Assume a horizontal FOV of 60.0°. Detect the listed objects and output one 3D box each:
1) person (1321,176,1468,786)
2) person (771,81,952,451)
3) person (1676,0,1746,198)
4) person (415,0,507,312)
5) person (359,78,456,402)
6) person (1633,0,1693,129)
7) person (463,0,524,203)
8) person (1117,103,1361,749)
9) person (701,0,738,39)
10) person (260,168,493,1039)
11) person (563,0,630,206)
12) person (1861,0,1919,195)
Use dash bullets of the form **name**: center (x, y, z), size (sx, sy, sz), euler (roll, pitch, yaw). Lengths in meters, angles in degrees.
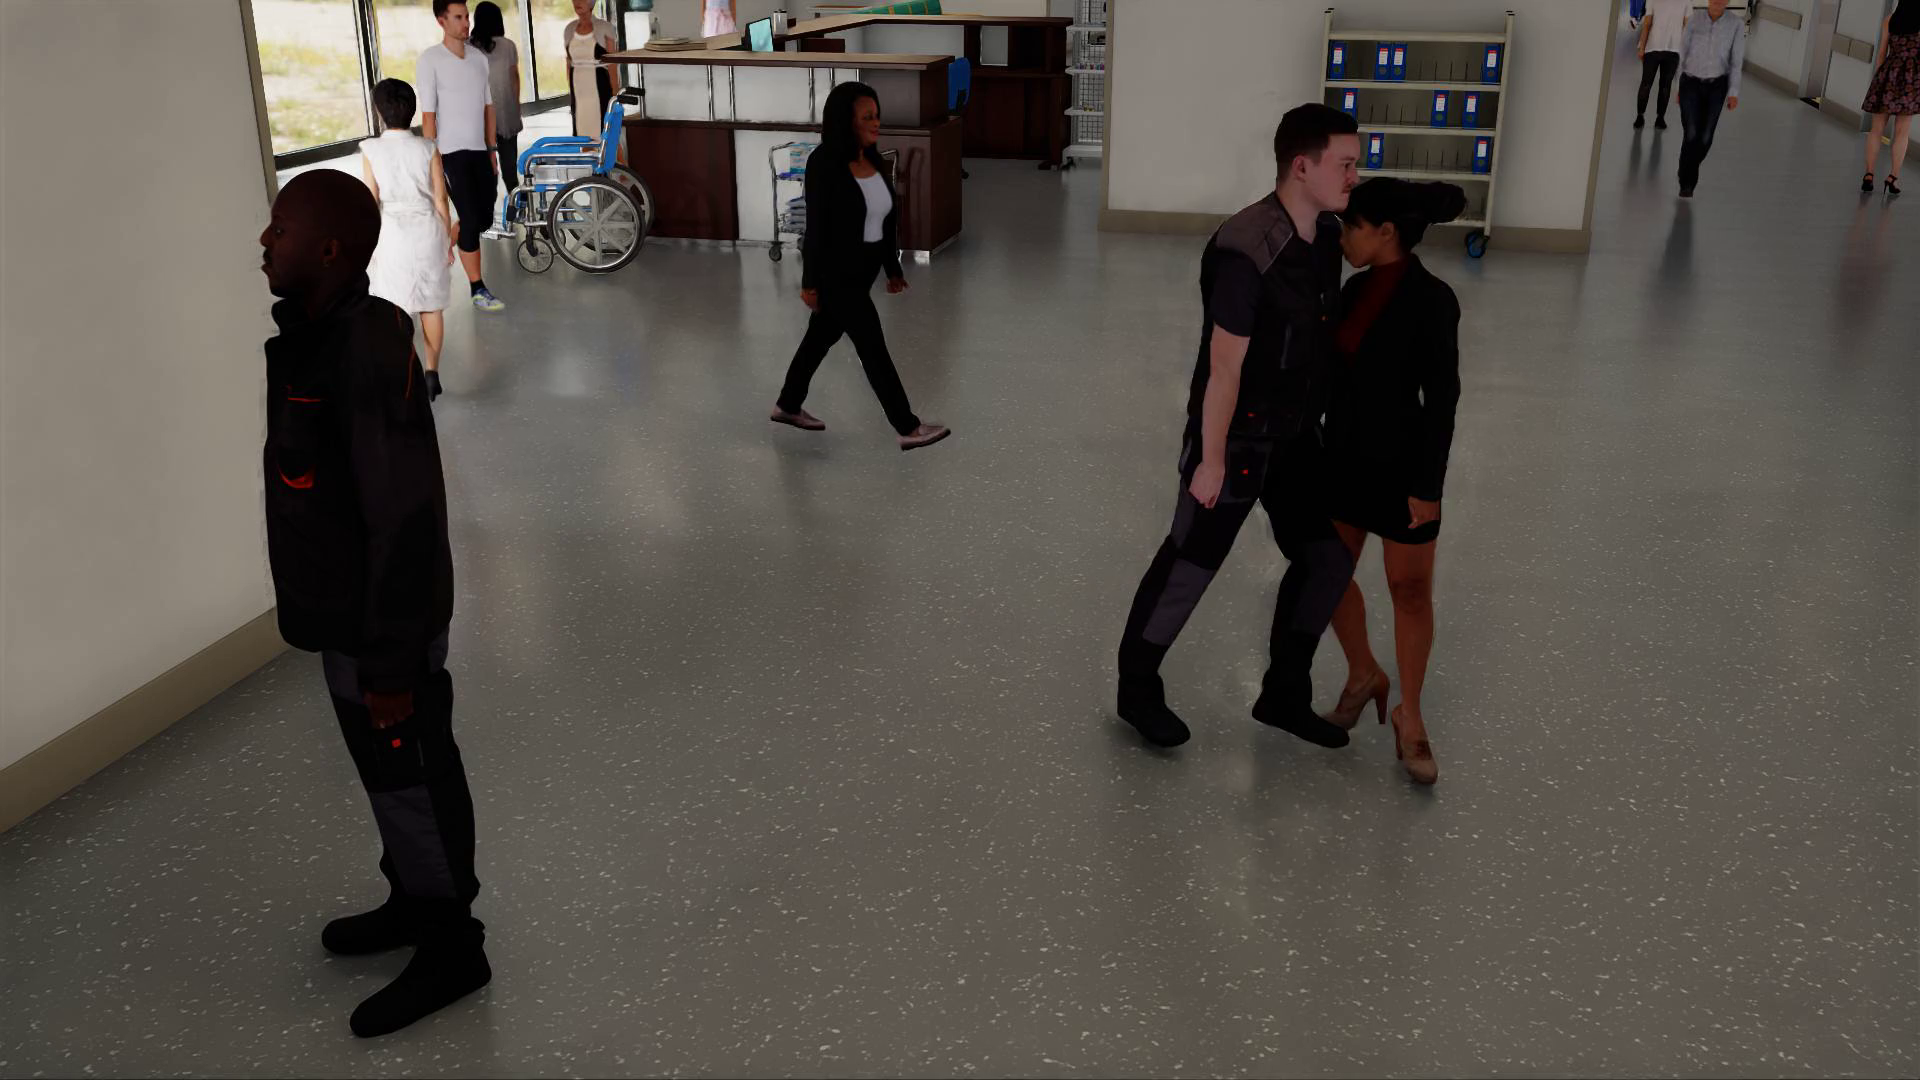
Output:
- **person**: center (1.181, -0.146, 4.521), size (0.706, 1.624, 0.809), euler (17, 26, 37)
- **person**: center (-0.579, -1.149, 7.257), size (1.183, 1.562, 0.752), euler (8, 22, 20)
- **person**: center (6.173, -3.750, 13.836), size (1.140, 1.766, 0.785), euler (8, 22, 20)
- **person**: center (-3.042, -2.305, 9.934), size (1.094, 1.829, 0.881), euler (14, 25, 33)
- **person**: center (-2.597, -1.381, 7.900), size (0.815, 1.541, 0.829), euler (-6, 22, -15)
- **person**: center (7.771, -5.446, 18.378), size (0.460, 1.721, 0.687), euler (6, 22, 16)
- **person**: center (-3.792, -3.485, 13.426), size (1.091, 1.562, 0.990), euler (-4, 21, -10)
- **person**: center (0.767, -0.277, 4.620), size (0.946, 1.800, 1.052), euler (-18, 27, -40)
- **person**: center (-2.871, -6.069, 19.905), size (0.871, 1.806, 0.831), euler (1, 21, 2)
- **person**: center (-1.209, 0.132, 3.505), size (0.830, 1.826, 0.782), euler (-10, 23, -25)
- **person**: center (-2.879, -3.532, 13.299), size (0.831, 1.741, 0.676), euler (5, 21, 14)
- **person**: center (7.920, -3.828, 14.032), size (0.762, 1.775, 0.847), euler (18, 27, 40)
